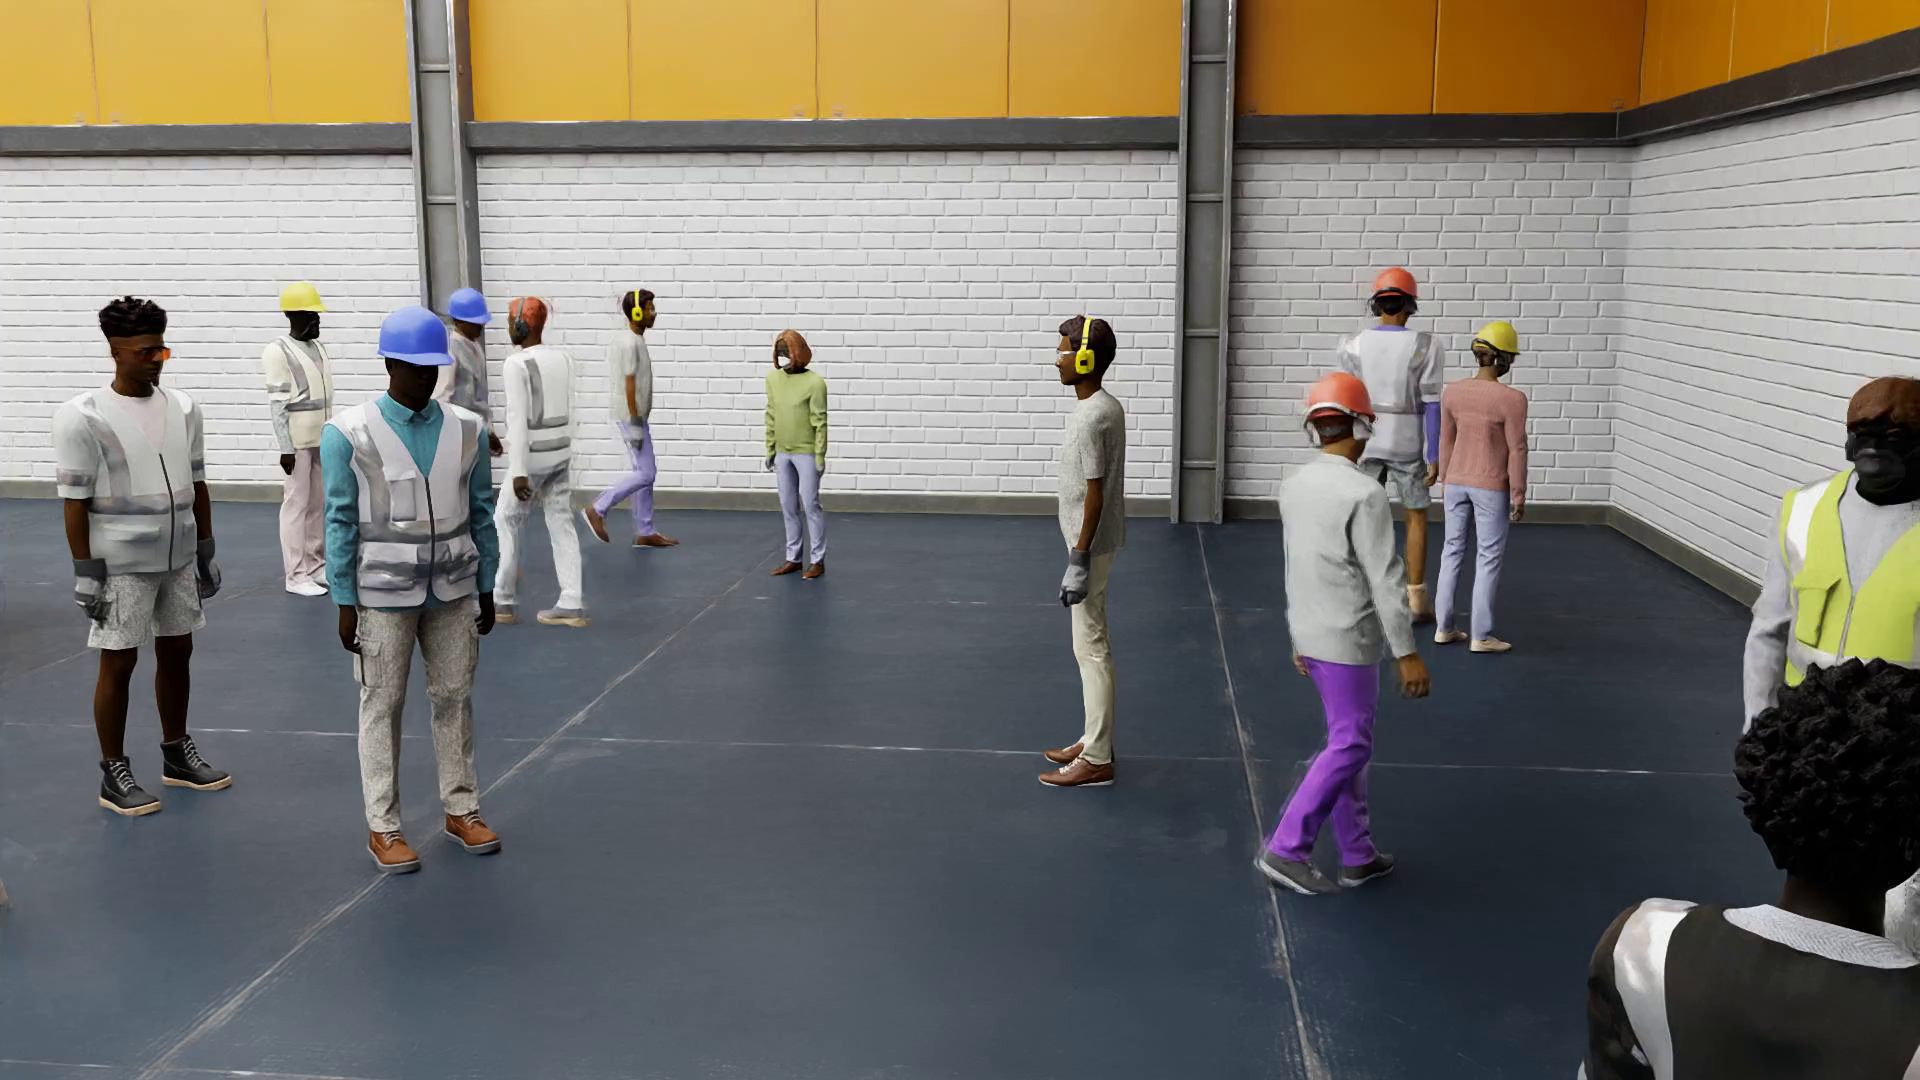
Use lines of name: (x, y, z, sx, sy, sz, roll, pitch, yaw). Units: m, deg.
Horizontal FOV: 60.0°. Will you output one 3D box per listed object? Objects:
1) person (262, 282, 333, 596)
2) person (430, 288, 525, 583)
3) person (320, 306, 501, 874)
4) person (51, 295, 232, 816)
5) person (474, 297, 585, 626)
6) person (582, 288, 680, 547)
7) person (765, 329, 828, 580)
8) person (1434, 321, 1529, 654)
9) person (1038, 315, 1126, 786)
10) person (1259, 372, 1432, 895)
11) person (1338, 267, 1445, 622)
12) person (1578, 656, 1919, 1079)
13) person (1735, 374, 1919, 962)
person: (-4.047, -0.626, 10.317, 0.369, 1.928, 0.585, 1, 10, 8)
person: (-3.211, -0.654, 10.643, 0.829, 1.894, 0.634, -1, 10, -3)
person: (-1.870, 0.170, 5.741, 0.605, 1.939, 0.415, -8, 13, -40)
person: (-3.099, 0.058, 6.323, 0.380, 1.957, 0.607, 5, 11, 26)
person: (-2.493, -0.438, 9.430, 0.824, 1.855, 0.616, 4, 11, 22)
person: (-2.338, -0.845, 11.774, 0.580, 1.858, 0.533, -1, 10, -5)
person: (-1.056, -0.548, 10.761, 0.492, 1.624, 0.310, 7, 12, 36)
person: (2.771, -0.274, 8.807, 0.336, 1.757, 0.532, -8, 12, -37)
person: (0.491, 0.048, 6.625, 0.328, 1.872, 0.513, 2, 10, 9)
person: (1.258, 0.320, 5.477, 0.528, 1.723, 0.653, -2, 10, -13)
person: (2.451, -0.532, 9.493, 0.621, 2.031, 0.442, 5, 11, 27)
person: (0.940, 0.965, 1.868, 0.321, 1.697, 0.530, -8, 13, -38)
person: (2.268, 0.504, 4.139, 0.461, 1.830, 0.629, -6, 12, -32)
